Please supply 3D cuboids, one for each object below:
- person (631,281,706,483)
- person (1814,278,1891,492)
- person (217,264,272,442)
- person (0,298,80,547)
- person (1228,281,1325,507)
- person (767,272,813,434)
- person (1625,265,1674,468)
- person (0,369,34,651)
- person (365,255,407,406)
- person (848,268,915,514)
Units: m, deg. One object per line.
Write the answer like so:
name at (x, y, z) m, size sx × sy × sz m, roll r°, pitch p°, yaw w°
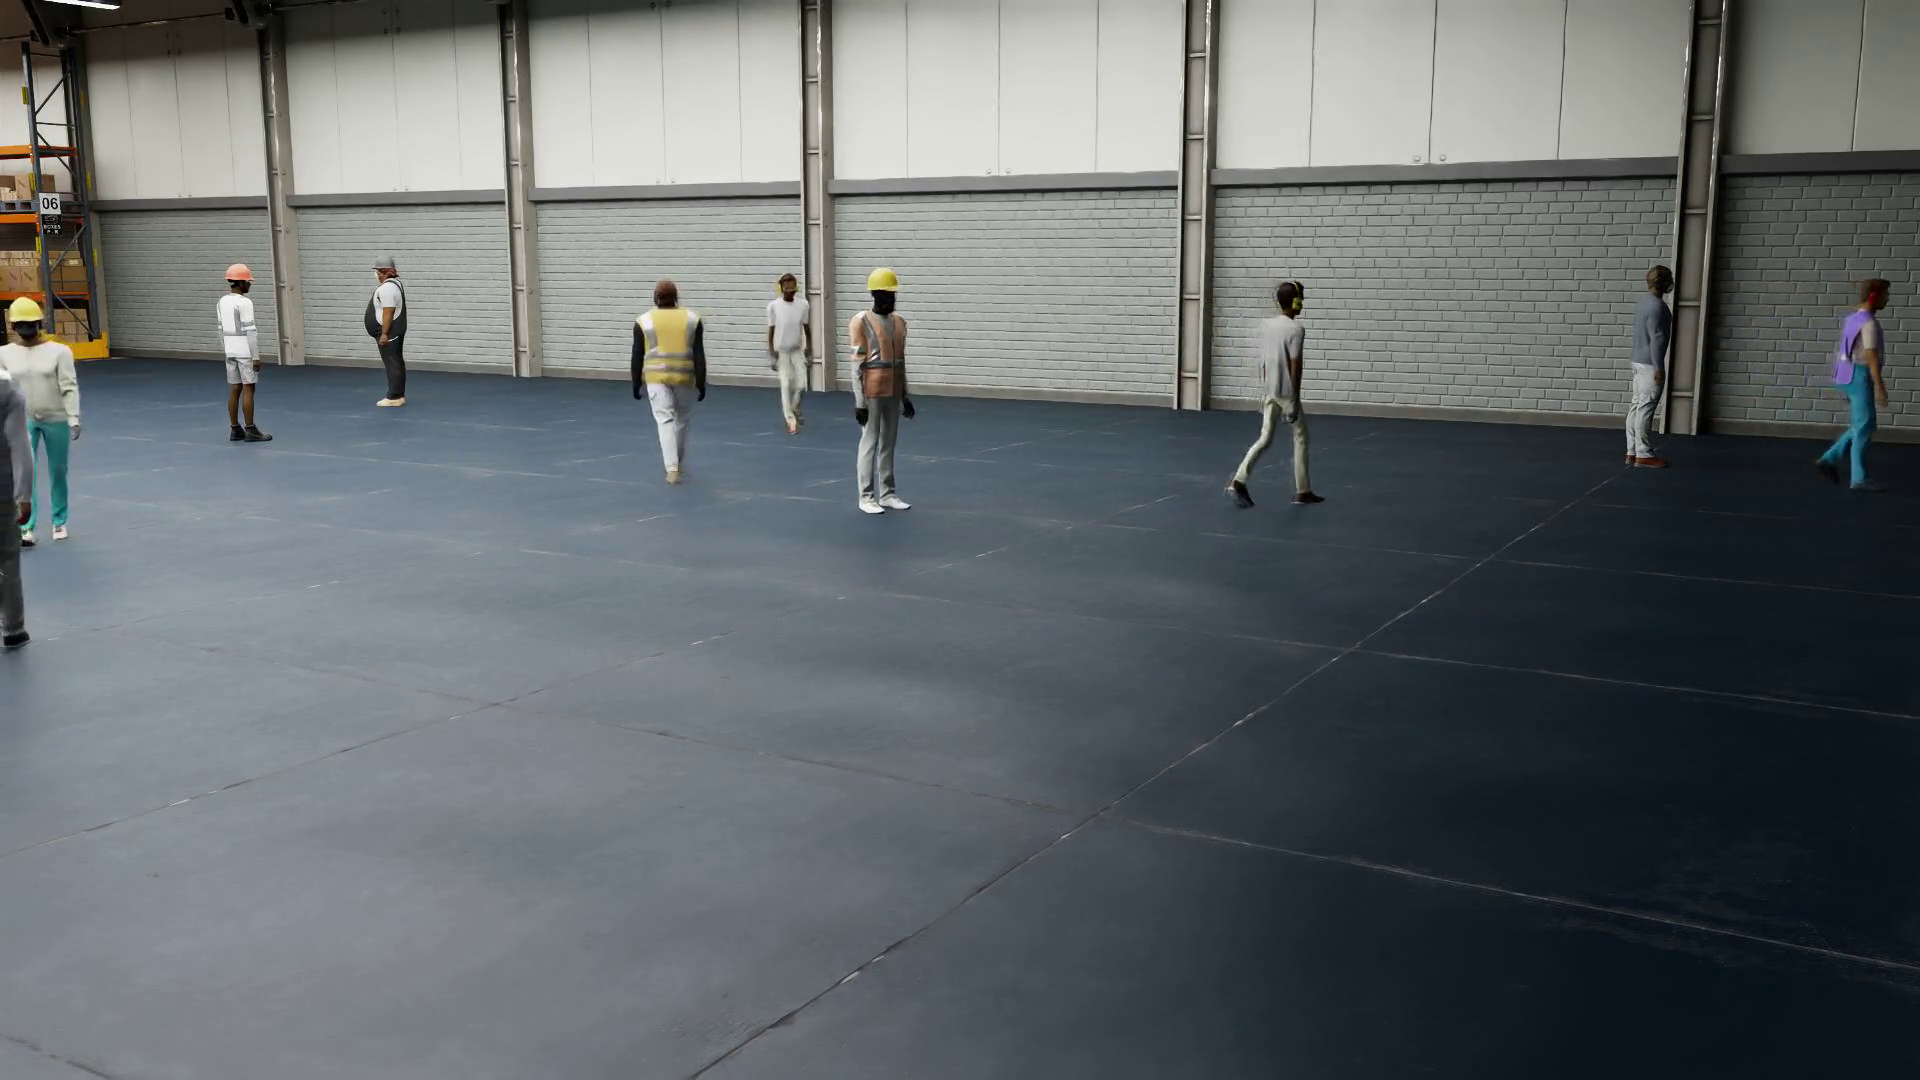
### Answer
person at (-2.656, -1.439, 15.098) m, size 0.646 × 1.785 × 0.974 m, roll -3°, pitch 10°, yaw -17°
person at (7.769, -1.327, 14.305) m, size 0.491 × 1.832 × 0.594 m, roll 3°, pitch 10°, yaw 19°
person at (-7.825, -2.037, 18.165) m, size 0.552 × 1.936 × 0.360 m, roll 6°, pitch 11°, yaw 32°
person at (-6.426, -0.813, 11.597) m, size 0.536 × 1.724 × 0.871 m, roll -4°, pitch 10°, yaw -21°
person at (2.561, -1.179, 13.469) m, size 0.915 × 1.837 × 0.529 m, roll -6°, pitch 11°, yaw -30°
person at (-1.940, -2.131, 18.997) m, size 0.533 × 1.841 × 0.533 m, roll -3°, pitch 10°, yaw -16°
person at (6.647, -1.669, 16.007) m, size 0.370 × 1.940 × 0.627 m, roll 1°, pitch 10°, yaw 8°
person at (-4.908, -0.271, 8.234) m, size 0.594 × 1.804 × 0.807 m, roll -4°, pitch 10°, yaw -20°
person at (-7.775, -2.832, 22.519) m, size 0.537 × 2.000 × 0.678 m, roll -1°, pitch 10°, yaw -6°
person at (-0.613, -1.177, 13.162) m, size 0.380 × 1.926 × 0.628 m, roll 8°, pitch 12°, yaw 38°
